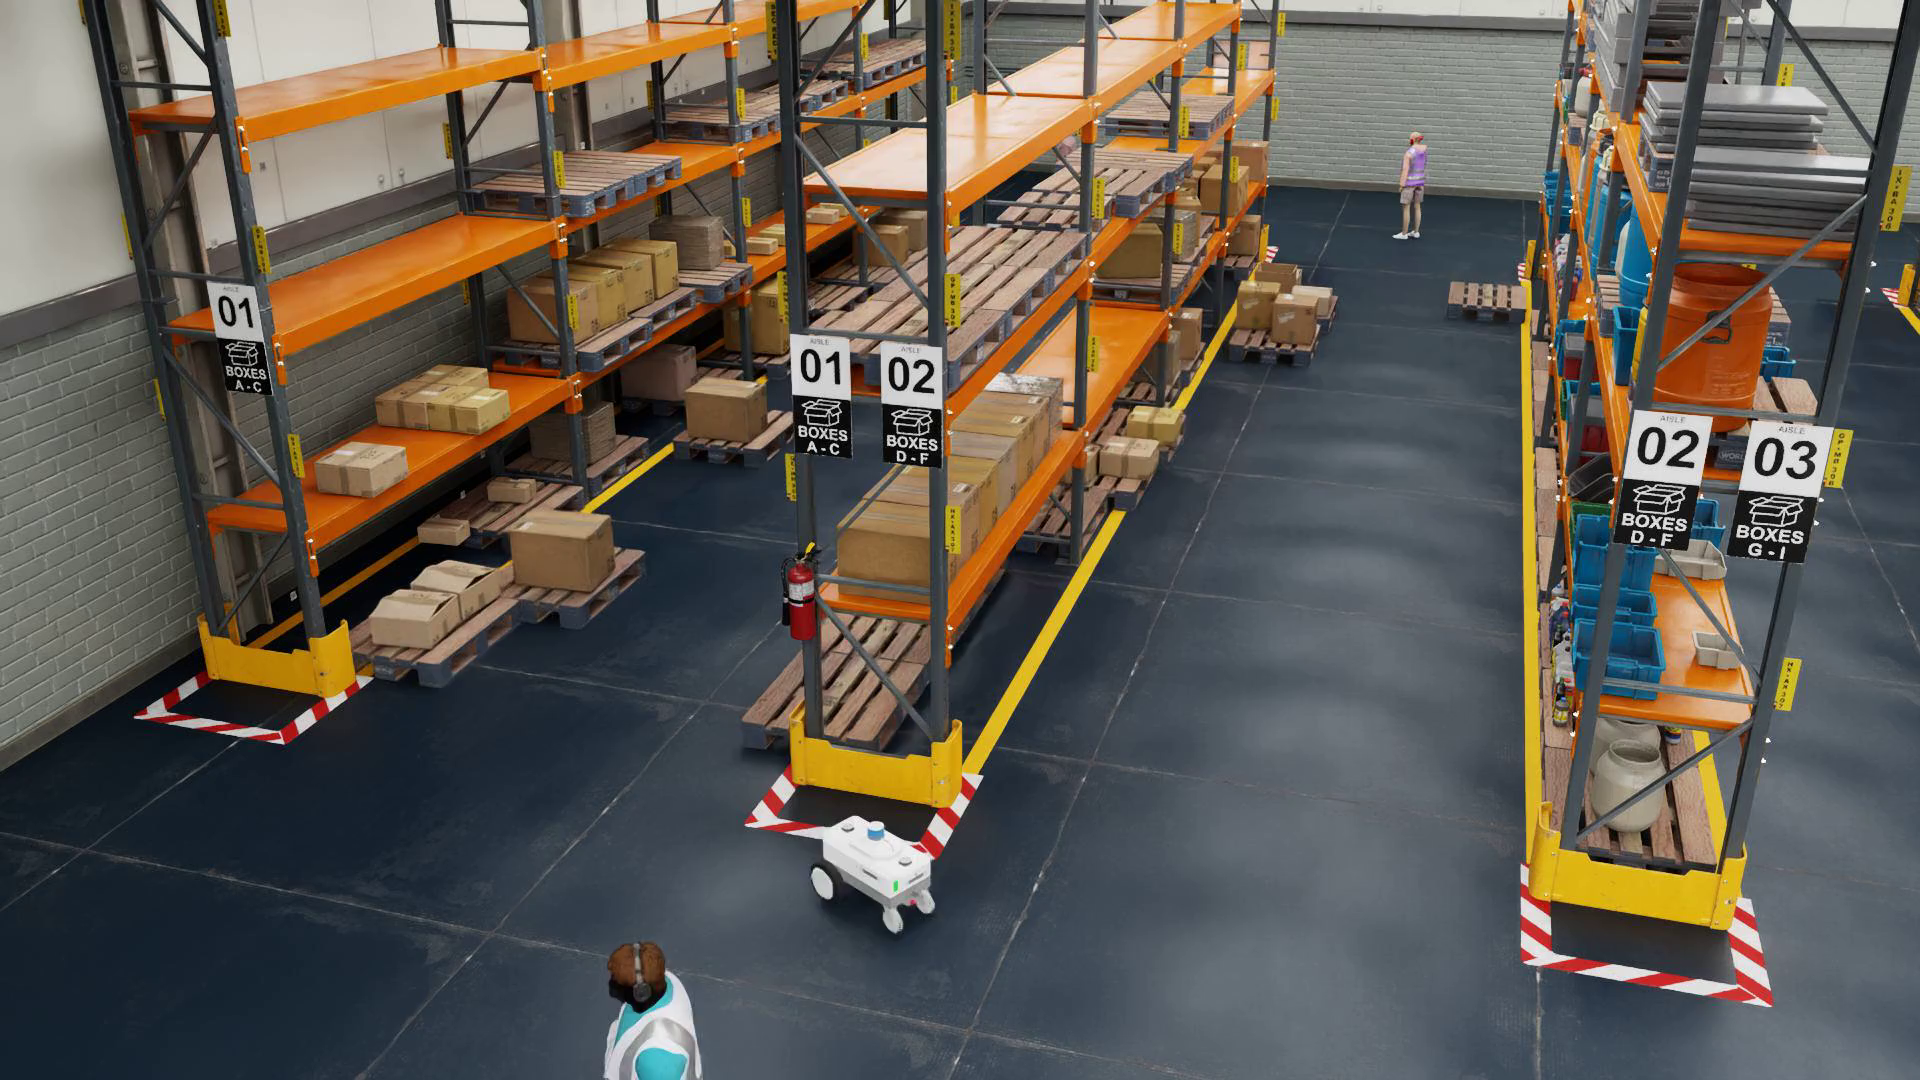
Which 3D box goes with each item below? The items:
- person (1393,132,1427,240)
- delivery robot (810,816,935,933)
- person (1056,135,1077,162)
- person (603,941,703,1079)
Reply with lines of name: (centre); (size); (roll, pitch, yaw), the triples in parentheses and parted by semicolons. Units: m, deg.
person: (7.181, -5.621, 26.418); (0.489, 1.688, 0.352); (-14, 27, -29)
delivery robot: (-0.525, 2.000, 10.191); (0.807, 0.609, 0.499); (21, 31, 40)
person: (1.718, -5.914, 26.954); (0.334, 1.799, 0.527); (8, 25, 17)
person: (-1.346, 2.539, 7.314); (0.521, 1.830, 0.651); (-6, 24, -13)
